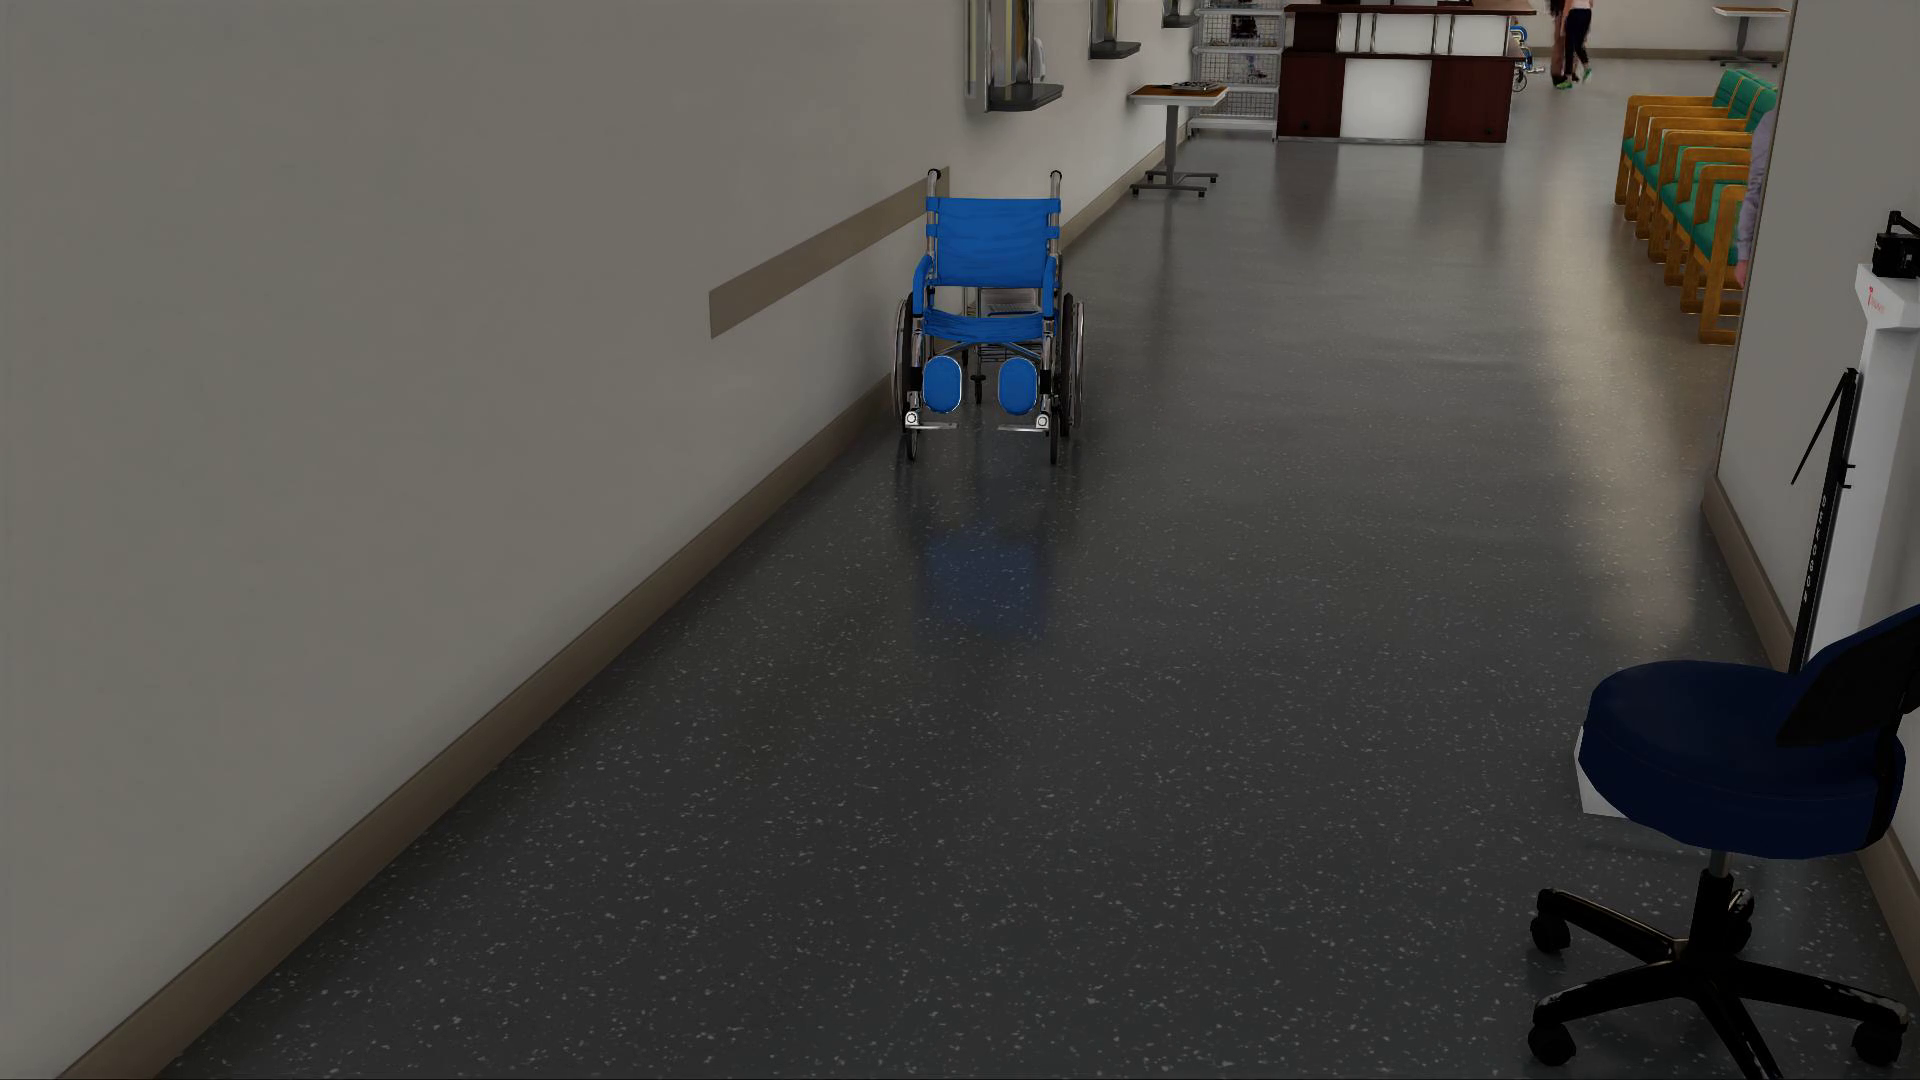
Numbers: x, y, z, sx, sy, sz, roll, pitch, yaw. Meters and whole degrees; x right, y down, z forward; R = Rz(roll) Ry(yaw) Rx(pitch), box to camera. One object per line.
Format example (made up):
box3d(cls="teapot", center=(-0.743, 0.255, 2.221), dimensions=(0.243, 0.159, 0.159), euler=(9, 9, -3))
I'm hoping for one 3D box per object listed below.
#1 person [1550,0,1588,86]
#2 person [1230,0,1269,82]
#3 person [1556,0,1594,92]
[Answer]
box3d(cls="person", center=(8.162, -7.087, 22.319), dimensions=(0.790, 1.902, 0.922), euler=(16, 26, 36))
box3d(cls="person", center=(3.680, -7.023, 22.512), dimensions=(1.187, 1.647, 0.846), euler=(0, 21, -1))
box3d(cls="person", center=(8.097, -6.708, 21.619), dimensions=(0.834, 1.690, 0.880), euler=(-8, 22, -20))
